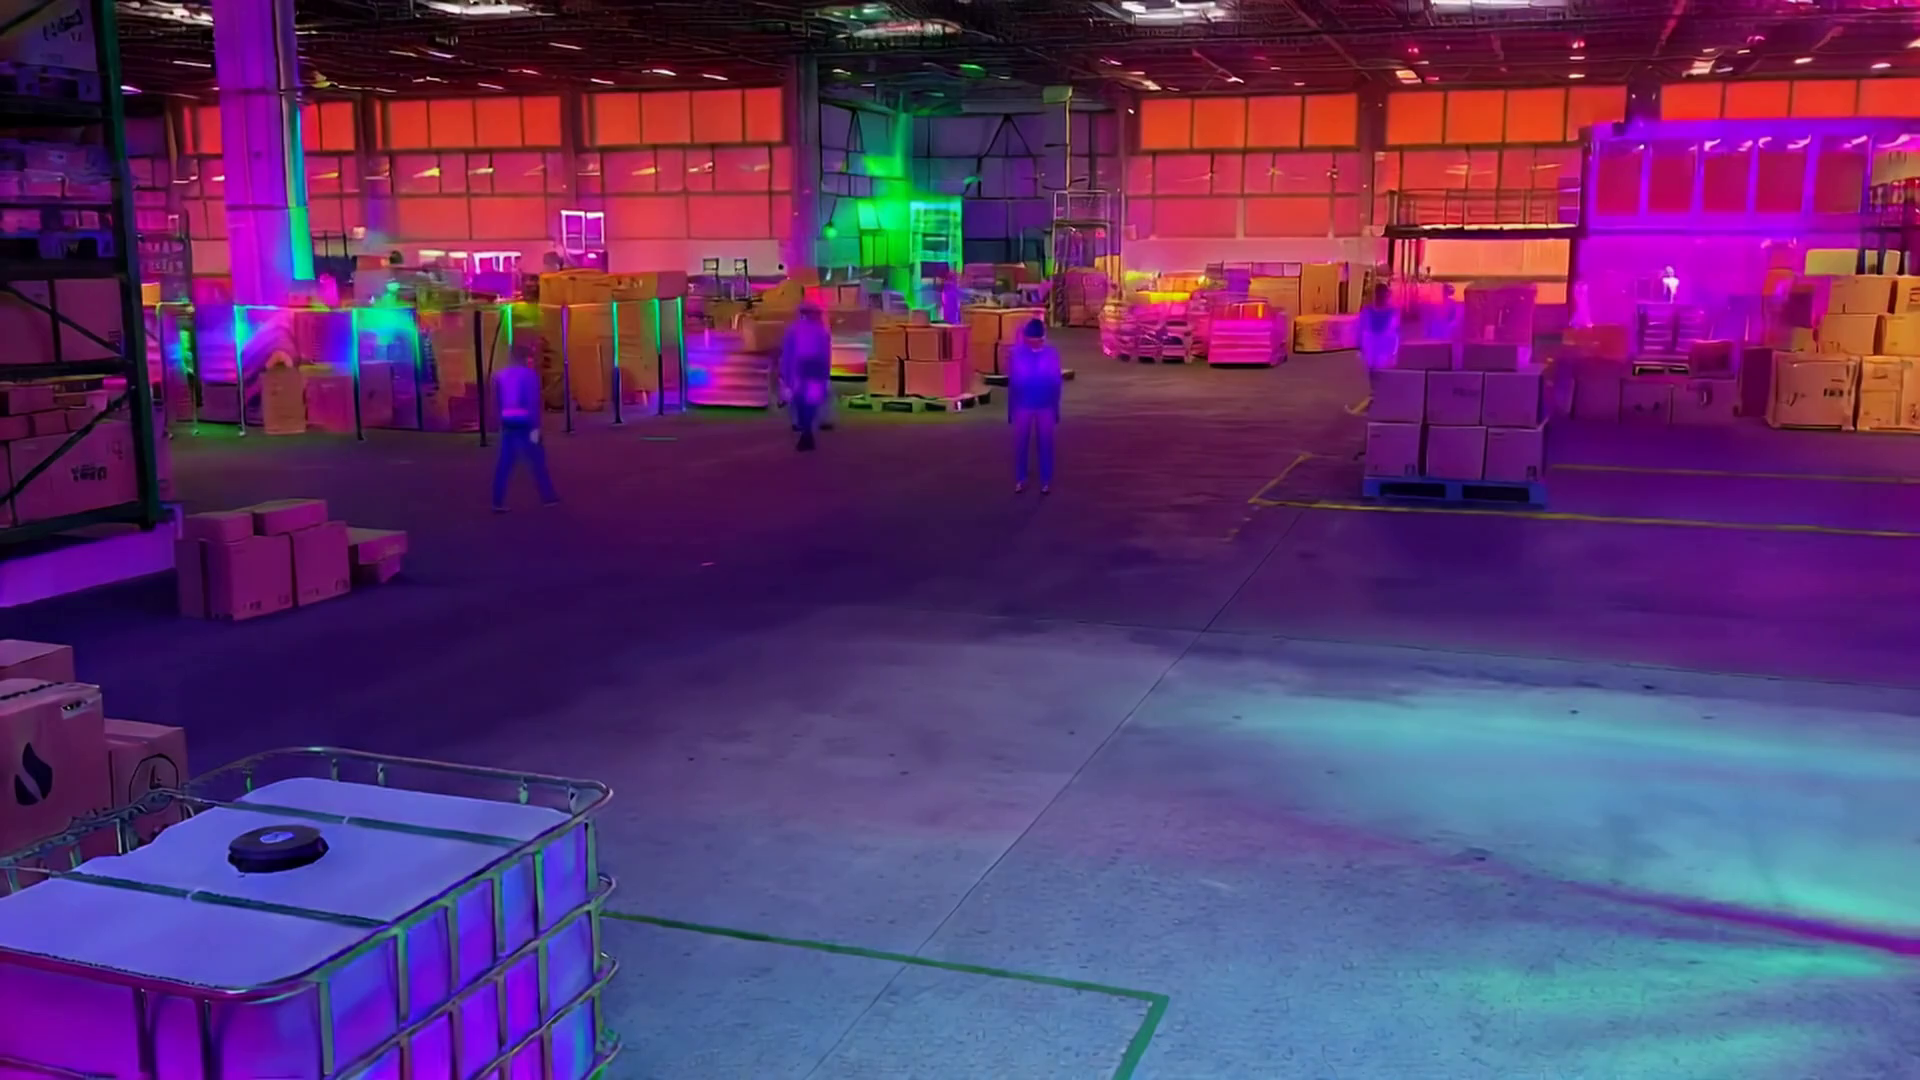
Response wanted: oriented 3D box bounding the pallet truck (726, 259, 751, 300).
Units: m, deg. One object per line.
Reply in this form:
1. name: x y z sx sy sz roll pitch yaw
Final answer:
1. pallet truck: -7.986 -9.493 62.019 0.823 1.965 1.885 3 11 17

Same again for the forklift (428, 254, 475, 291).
1. forklift: -20.133 -10.254 65.465 1.157 1.987 2.680 3 11 19

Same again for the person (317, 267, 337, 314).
1. person: -17.603 -6.632 46.205 0.674 1.901 0.407 6 12 32

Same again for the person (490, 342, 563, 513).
1. person: -4.146 -1.059 15.652 0.532 1.592 0.858 5 11 27

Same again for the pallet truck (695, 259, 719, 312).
1. pallet truck: -9.165 -9.627 62.776 0.823 1.965 1.885 4 11 23

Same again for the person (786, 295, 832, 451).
1. person: -1.842 -1.988 20.033 0.558 1.903 0.720 3 10 15

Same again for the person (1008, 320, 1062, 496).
1. person: 0.747 -1.313 16.608 0.533 1.765 0.326 0 10 1

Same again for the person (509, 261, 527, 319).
1. person: -12.859 -7.137 48.627 0.377 2.044 0.608 7 12 35

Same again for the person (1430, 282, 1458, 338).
1. person: 8.532 -3.622 29.354 0.463 1.859 0.506 -8 13 -39

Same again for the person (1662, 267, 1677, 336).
1. person: 18.945 -6.331 44.438 0.375 1.917 0.598 9 13 41

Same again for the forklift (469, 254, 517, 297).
1. forklift: -17.990 -10.121 64.684 1.157 1.987 2.680 3 11 17

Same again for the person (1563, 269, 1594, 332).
1. person: 17.934 -6.929 48.159 0.521 1.805 0.960 -6 12 -31

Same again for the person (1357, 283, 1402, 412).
1. person: 6.368 -2.930 25.242 0.633 1.936 0.845 4 11 23

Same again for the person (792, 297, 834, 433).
1. person: -1.962 -2.327 22.189 0.676 1.805 0.620 -5 11 -28

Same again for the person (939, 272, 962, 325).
1. person: -0.226 -4.797 35.807 0.548 1.925 0.396 -5 11 -27
